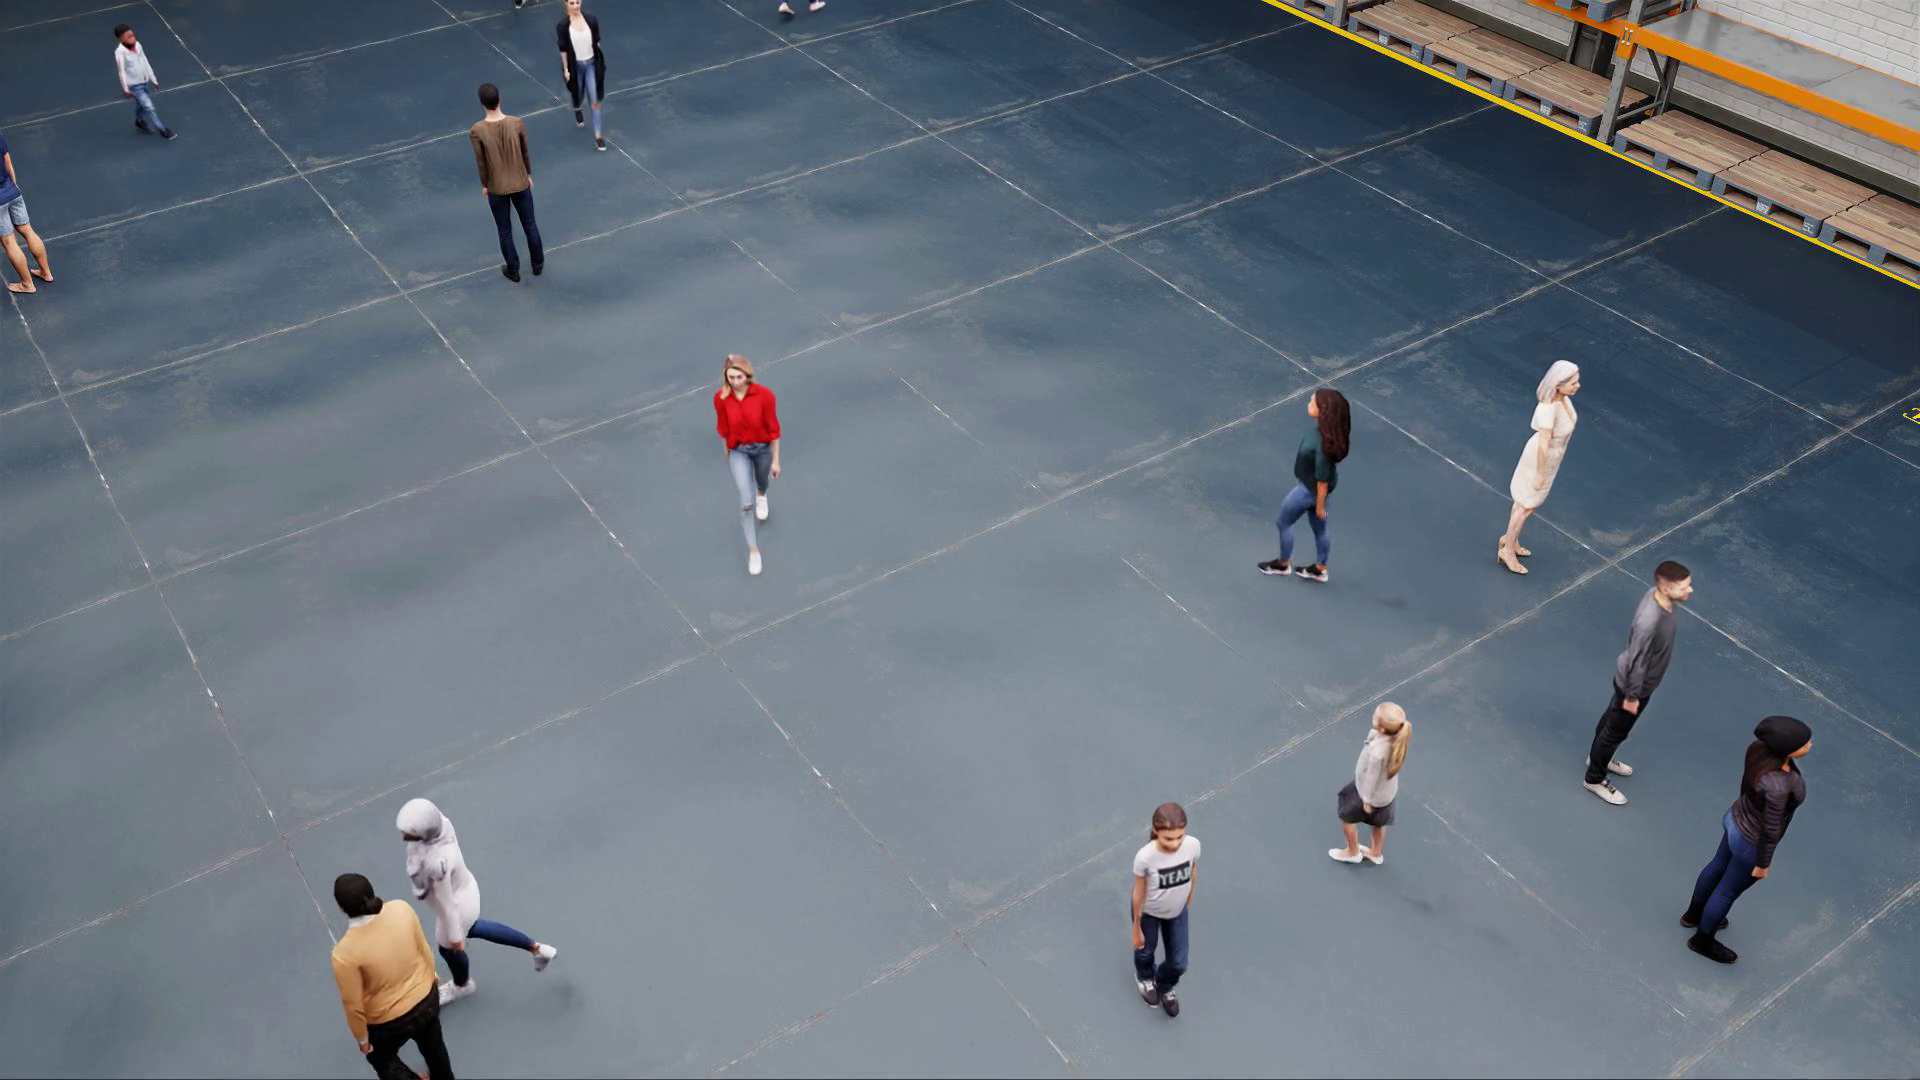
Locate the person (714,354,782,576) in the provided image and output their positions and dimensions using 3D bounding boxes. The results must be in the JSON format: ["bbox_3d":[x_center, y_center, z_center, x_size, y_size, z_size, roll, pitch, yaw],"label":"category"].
[{"bbox_3d":[-1.506,-0.672,12.113,0.978,1.653,1.244,-5,39,-6],"label":"person"}]

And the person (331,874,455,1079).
[{"bbox_3d":[-2.744,2.355,8.260,0.897,1.732,0.824,24,44,27],"label":"person"}]

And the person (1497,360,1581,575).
[{"bbox_3d":[4.129,-0.533,11.874,0.711,1.736,0.689,14,41,17],"label":"person"}]

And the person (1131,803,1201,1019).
[{"bbox_3d":[1.052,1.922,8.952,0.640,1.545,0.700,-8,39,-10],"label":"person"}]

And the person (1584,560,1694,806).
[{"bbox_3d":[4.120,0.833,10.144,0.691,1.760,0.697,19,42,22],"label":"person"}]

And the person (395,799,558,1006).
[{"bbox_3d":[-2.594,1.919,8.798,0.967,1.742,1.033,-5,39,-6],"label":"person"}]

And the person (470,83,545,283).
[{"bbox_3d":[-4.124,-3.254,15.159,0.677,1.887,0.612,-18,42,-21],"label":"person"}]

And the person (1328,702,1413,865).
[{"bbox_3d":[2.486,1.466,9.748,0.615,1.265,0.555,30,47,32],"label":"person"}]

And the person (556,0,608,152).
[{"bbox_3d":[-3.997,-5.005,17.533,0.767,1.661,1.111,-15,41,-18],"label":"person"}]

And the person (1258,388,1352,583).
[{"bbox_3d":[2.593,-0.354,11.759,0.857,1.598,0.771,17,42,20],"label":"person"}]

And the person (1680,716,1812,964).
[{"bbox_3d":[4.332,1.627,9.160,0.769,1.746,0.708,6,39,8],"label":"person"}]

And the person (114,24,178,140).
[{"bbox_3d":[-8.813,-4.889,17.735,0.941,1.226,0.781,14,41,17],"label":"person"}]

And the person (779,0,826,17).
[{"bbox_3d":[-2.027,-7.223,20.263,0.986,1.721,0.848,24,44,27],"label":"person"}]

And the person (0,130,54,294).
[{"bbox_3d":[-8.673,-3.117,15.018,0.729,1.849,0.710,15,41,18],"label":"person"}]
